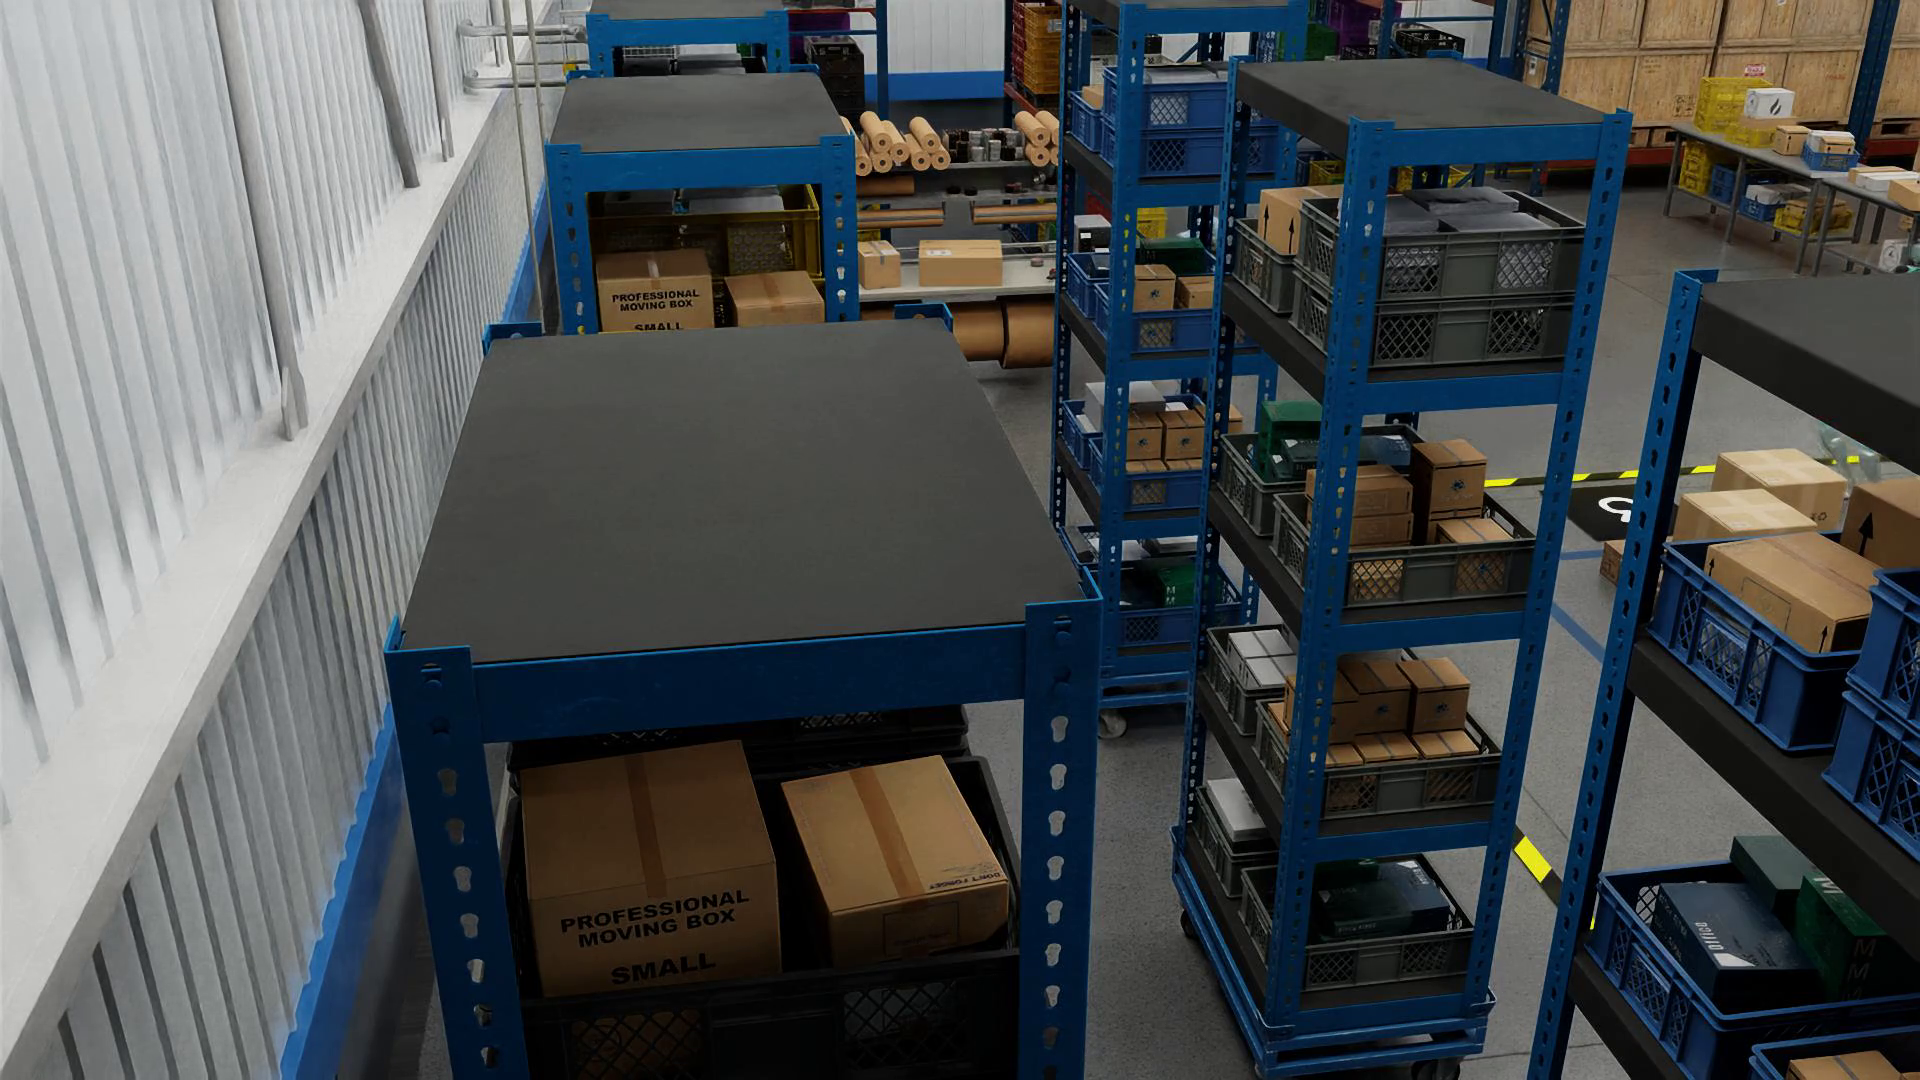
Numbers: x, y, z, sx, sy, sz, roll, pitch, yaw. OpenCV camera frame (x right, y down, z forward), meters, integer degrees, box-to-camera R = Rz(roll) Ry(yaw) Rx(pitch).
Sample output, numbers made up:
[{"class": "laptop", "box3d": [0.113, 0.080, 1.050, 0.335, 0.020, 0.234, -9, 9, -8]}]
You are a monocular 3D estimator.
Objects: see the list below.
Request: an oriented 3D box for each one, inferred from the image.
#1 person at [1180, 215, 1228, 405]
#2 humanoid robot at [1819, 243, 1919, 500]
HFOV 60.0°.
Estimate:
[{"class": "person", "box3d": [1.631, -1.270, 11.164, 0.399, 1.852, 0.589, -4, 25, -9]}, {"class": "humanoid robot", "box3d": [5.940, -1.003, 10.769, 0.786, 1.818, 0.557, -8, 26, -17]}]
